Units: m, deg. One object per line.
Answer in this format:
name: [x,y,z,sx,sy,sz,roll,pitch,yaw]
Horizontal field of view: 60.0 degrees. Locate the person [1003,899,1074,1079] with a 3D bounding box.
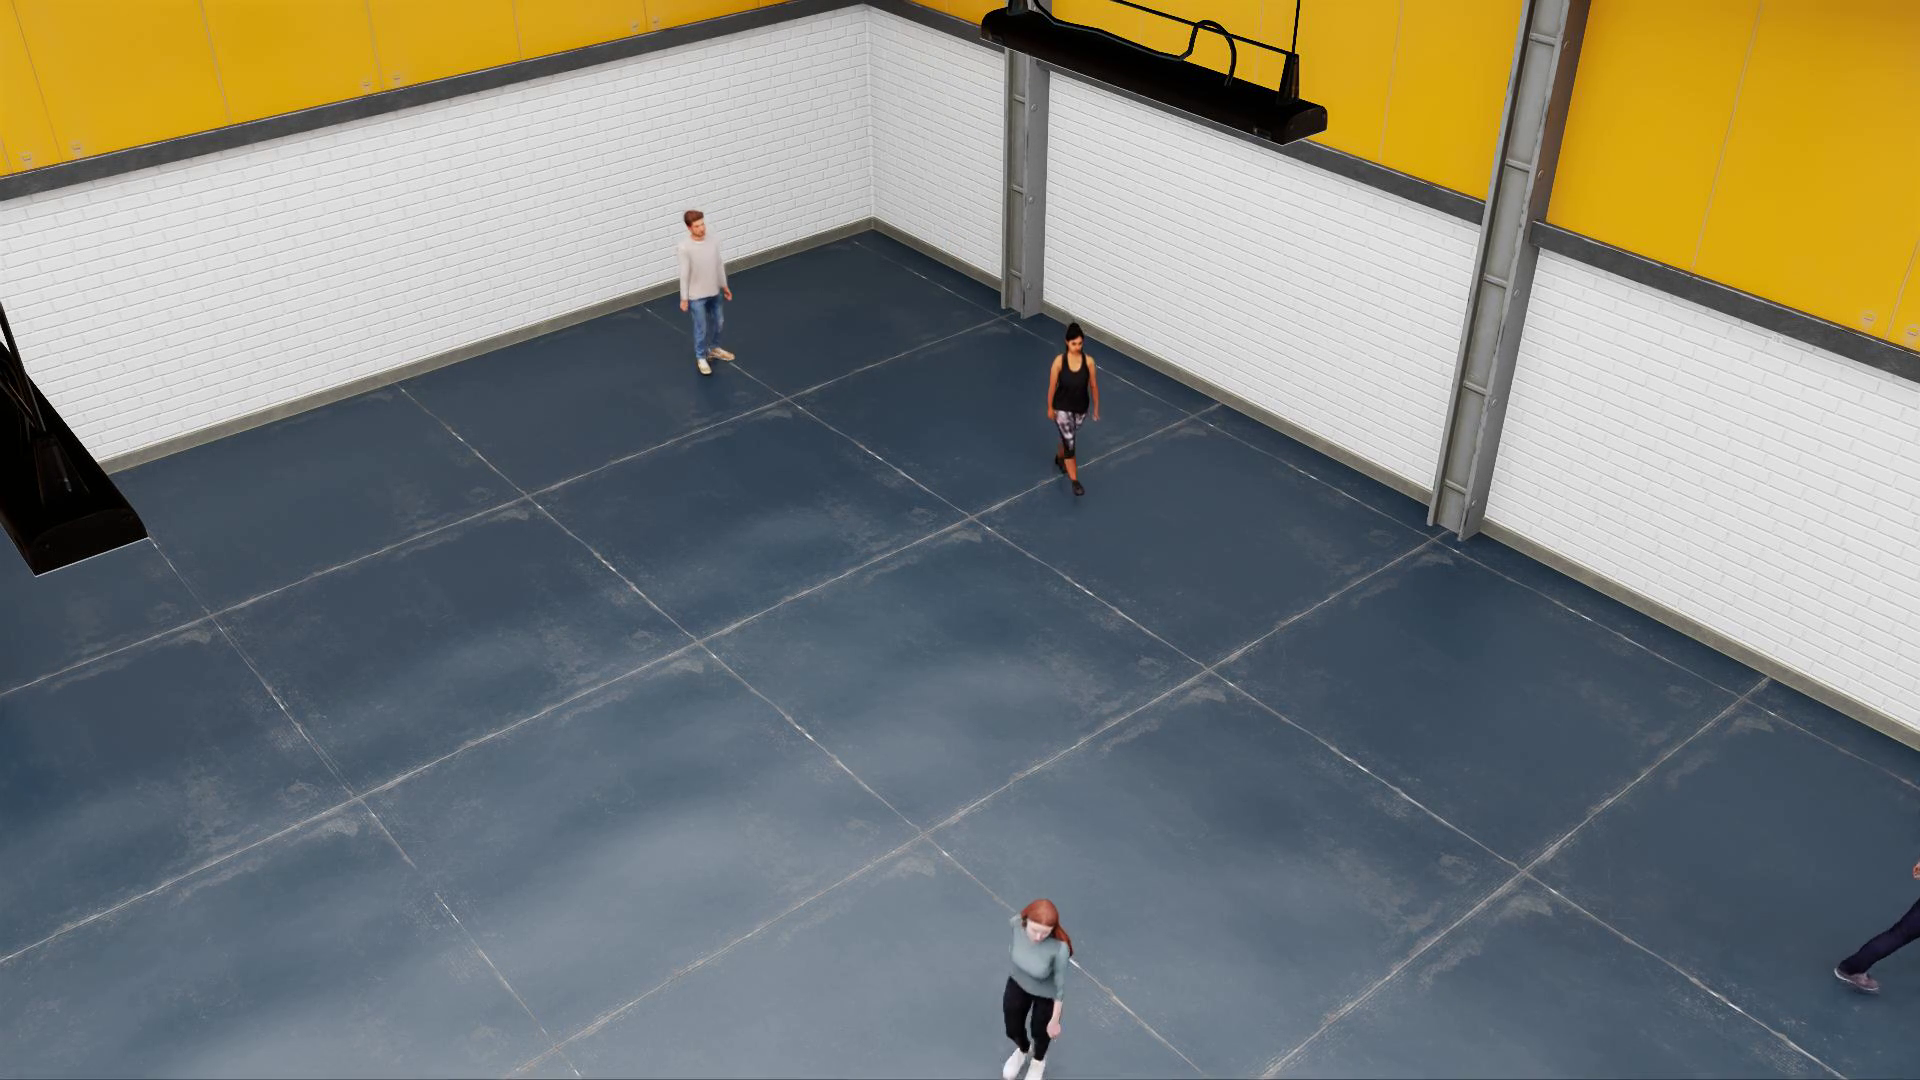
person: [0.447,2.621,9.718,0.744,1.704,0.635,-26,42,-33]

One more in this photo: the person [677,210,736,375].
person: [-2.708,-2.606,17.430,0.704,1.872,0.822,20,38,27]

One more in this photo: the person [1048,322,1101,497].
person: [1.029,-1.291,15.675,0.882,1.625,1.136,-9,35,-14]
